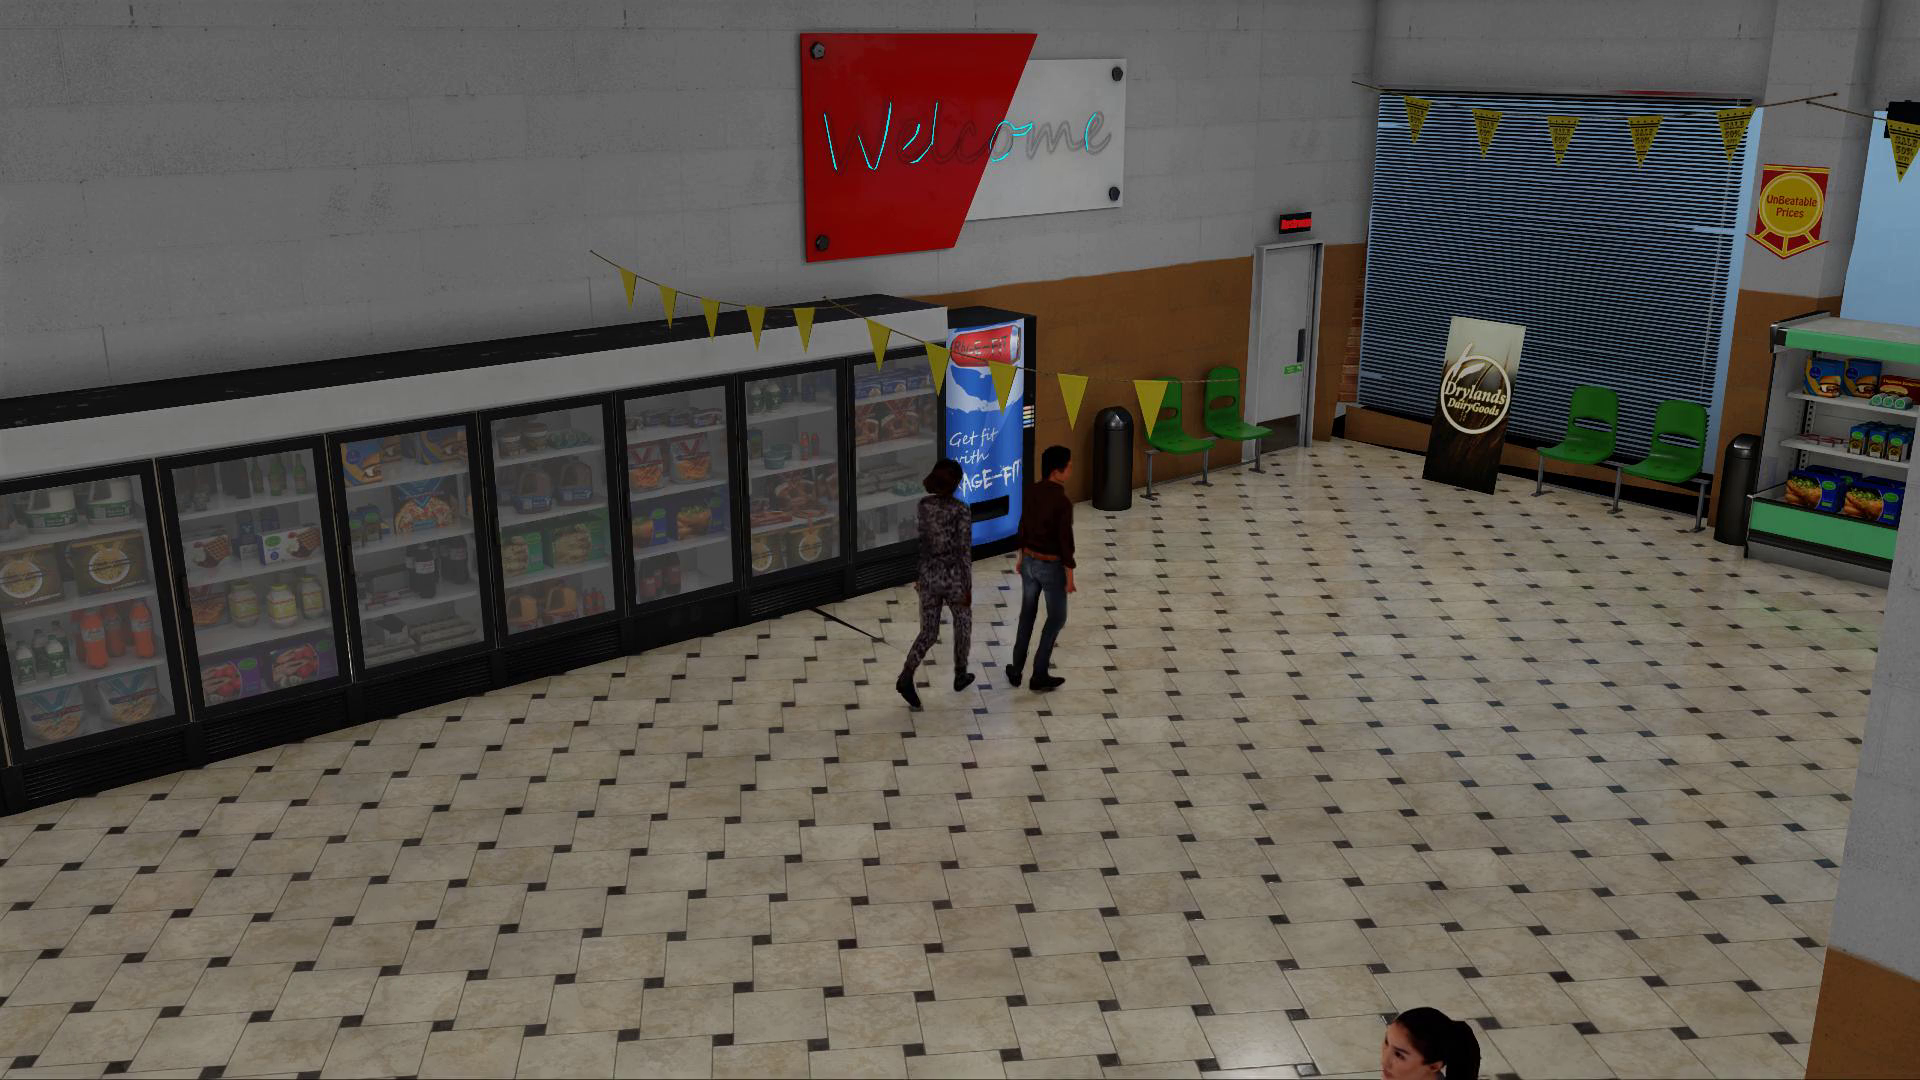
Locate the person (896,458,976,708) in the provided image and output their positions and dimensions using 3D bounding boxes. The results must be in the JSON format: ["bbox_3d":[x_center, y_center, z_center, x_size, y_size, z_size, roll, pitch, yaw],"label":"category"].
[{"bbox_3d":[-0.158,0.325,11.249,1.131,1.681,0.928,10,19,29],"label":"person"}]

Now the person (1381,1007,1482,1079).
[{"bbox_3d":[1.517,2.194,5.176,0.991,1.633,1.100,-4,17,-11],"label":"person"}]

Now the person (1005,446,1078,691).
[{"bbox_3d":[0.534,0.200,11.520,0.487,1.763,0.846,13,21,36],"label":"person"}]
